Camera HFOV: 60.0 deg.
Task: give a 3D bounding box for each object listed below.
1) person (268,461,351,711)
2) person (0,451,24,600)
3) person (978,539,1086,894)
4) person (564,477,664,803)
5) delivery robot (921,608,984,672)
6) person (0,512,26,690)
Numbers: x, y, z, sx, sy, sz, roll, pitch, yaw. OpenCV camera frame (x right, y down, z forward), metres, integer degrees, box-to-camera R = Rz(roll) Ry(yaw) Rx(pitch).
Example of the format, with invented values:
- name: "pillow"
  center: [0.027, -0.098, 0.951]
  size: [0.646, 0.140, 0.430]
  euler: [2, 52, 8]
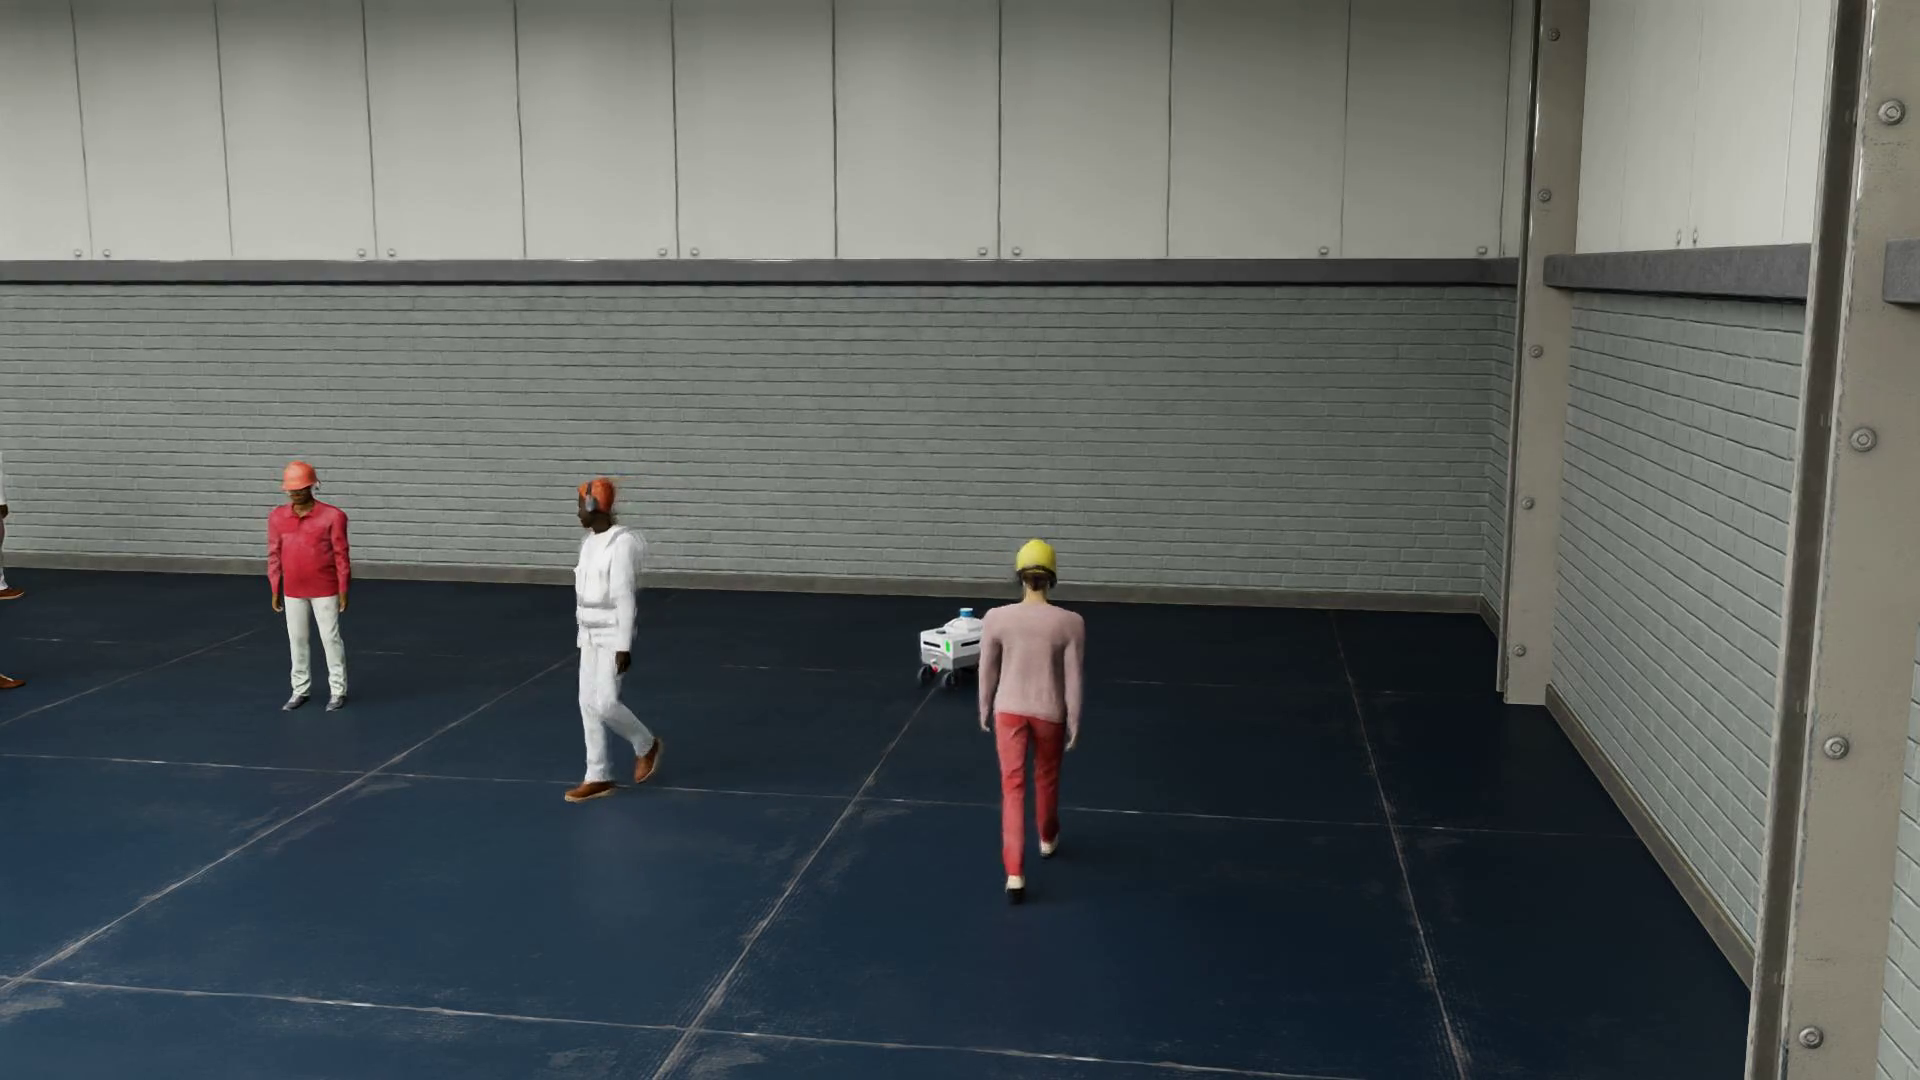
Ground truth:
- name: "person"
  center: [-4.485, 0.319, 11.446]
  size: [0.571, 1.743, 0.353]
  euler: [0, 9, 3]
- name: "person"
  center: [-8.984, -0.379, 15.321]
  size: [0.576, 1.883, 0.354]
  euler: [5, 10, 27]
- name: "person"
  center: [0.352, 0.850, 8.278]
  size: [0.535, 1.713, 0.939]
  euler: [1, 9, 4]
- name: "person"
  center: [-2.039, 0.573, 9.548]
  size: [0.556, 1.850, 0.619]
  euler: [-8, 12, -41]
- name: "delivery robot"
  center: [0.049, 0.742, 12.203]
  size: [0.707, 0.478, 0.477]
  euler: [-9, 13, -42]
- name: "person"
  center: [-7.128, 0.142, 12.033]
  size: [0.643, 1.909, 0.410]
  euler: [6, 11, 35]
